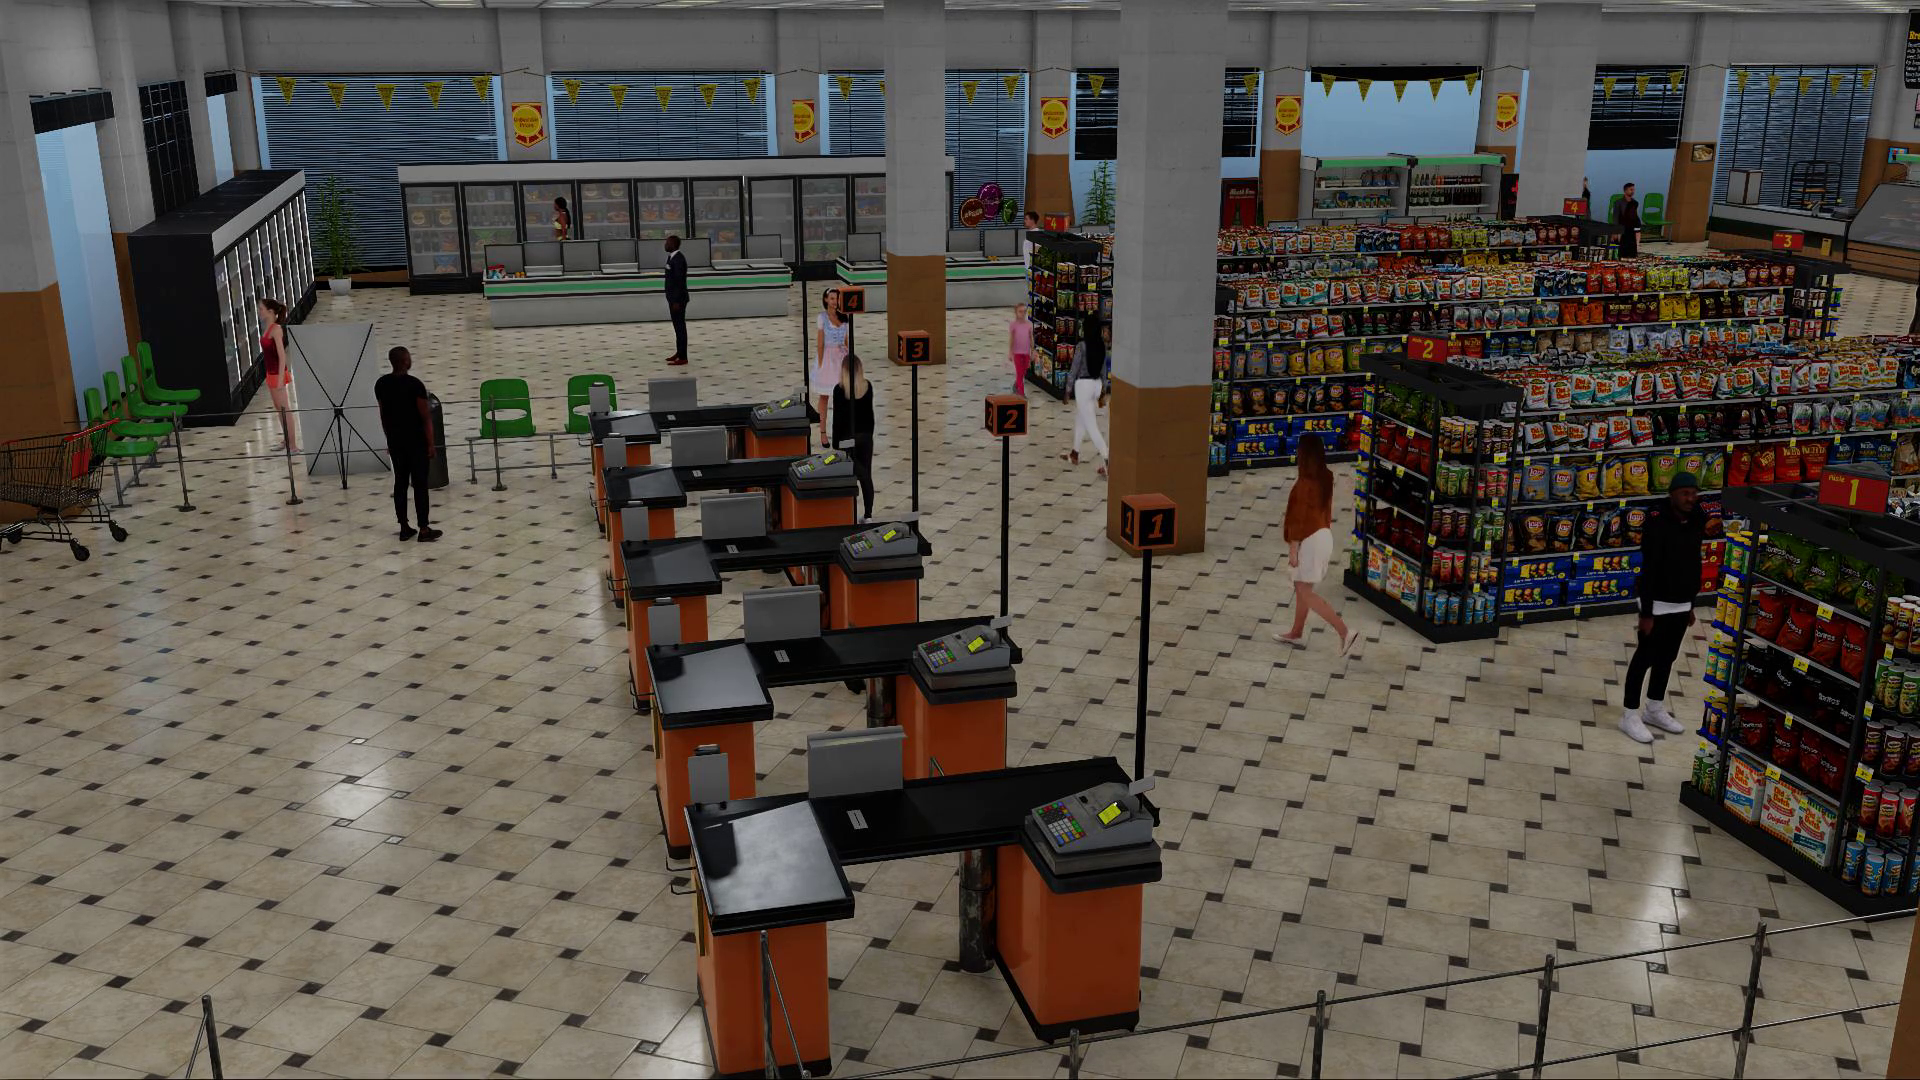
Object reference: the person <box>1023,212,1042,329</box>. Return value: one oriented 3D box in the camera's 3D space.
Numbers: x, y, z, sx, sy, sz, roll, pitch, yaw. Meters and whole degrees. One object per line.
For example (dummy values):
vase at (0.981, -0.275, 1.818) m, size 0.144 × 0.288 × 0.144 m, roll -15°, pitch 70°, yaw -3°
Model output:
person at (1.166, -4.312, 26.577) m, size 0.571 × 1.850 × 0.680 m, roll -2°, pitch 17°, yaw -8°

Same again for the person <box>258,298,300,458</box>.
person at (-7.625, -1.830, 18.570) m, size 0.627 × 1.752 × 0.624 m, roll -10°, pitch 20°, yaw -30°

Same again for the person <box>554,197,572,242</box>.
person at (-7.110, -5.291, 29.967) m, size 0.542 × 1.753 × 0.590 m, roll -2°, pitch 17°, yaw -7°

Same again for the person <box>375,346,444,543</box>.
person at (-5.100, -0.888, 15.352) m, size 0.681 × 1.820 × 0.810 m, roll 4°, pitch 17°, yaw 14°

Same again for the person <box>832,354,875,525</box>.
person at (-0.998, -0.922, 15.694) m, size 0.573 × 1.685 × 0.725 m, roll -10°, pitch 20°, yaw -30°

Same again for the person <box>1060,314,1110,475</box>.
person at (1.410, -1.508, 17.627) m, size 1.183 × 1.685 × 1.005 m, roll -14°, pitch 22°, yaw -38°

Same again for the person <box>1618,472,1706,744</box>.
person at (4.682, 0.417, 11.058) m, size 0.590 × 1.817 × 0.770 m, roll -8°, pitch 19°, yaw -25°

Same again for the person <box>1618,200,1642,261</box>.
person at (12.313, -5.438, 30.650) m, size 0.679 × 1.639 × 0.675 m, roll -10°, pitch 20°, yaw -30°

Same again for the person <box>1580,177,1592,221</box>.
person at (13.350, -6.877, 35.461) m, size 1.108 × 1.594 × 0.650 m, roll -5°, pitch 17°, yaw -15°

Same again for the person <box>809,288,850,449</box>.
person at (-1.448, -1.968, 18.911) m, size 0.773 × 1.819 × 0.860 m, roll -11°, pitch 20°, yaw -33°

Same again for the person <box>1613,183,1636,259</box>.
person at (12.570, -5.823, 31.511) m, size 0.601 × 1.874 × 0.784 m, roll -8°, pitch 19°, yaw -24°

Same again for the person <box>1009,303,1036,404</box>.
person at (0.769, -2.407, 21.330) m, size 0.819 × 1.252 × 0.571 m, roll -6°, pitch 18°, yaw -18°

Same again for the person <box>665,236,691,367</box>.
person at (-4.034, -3.429, 23.714) m, size 0.599 × 1.824 × 0.691 m, roll -4°, pitch 17°, yaw -12°

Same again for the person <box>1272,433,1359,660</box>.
person at (2.697, 0.067, 12.423) m, size 1.017 × 1.695 × 1.043 m, roll 14°, pitch 22°, yaw 39°
